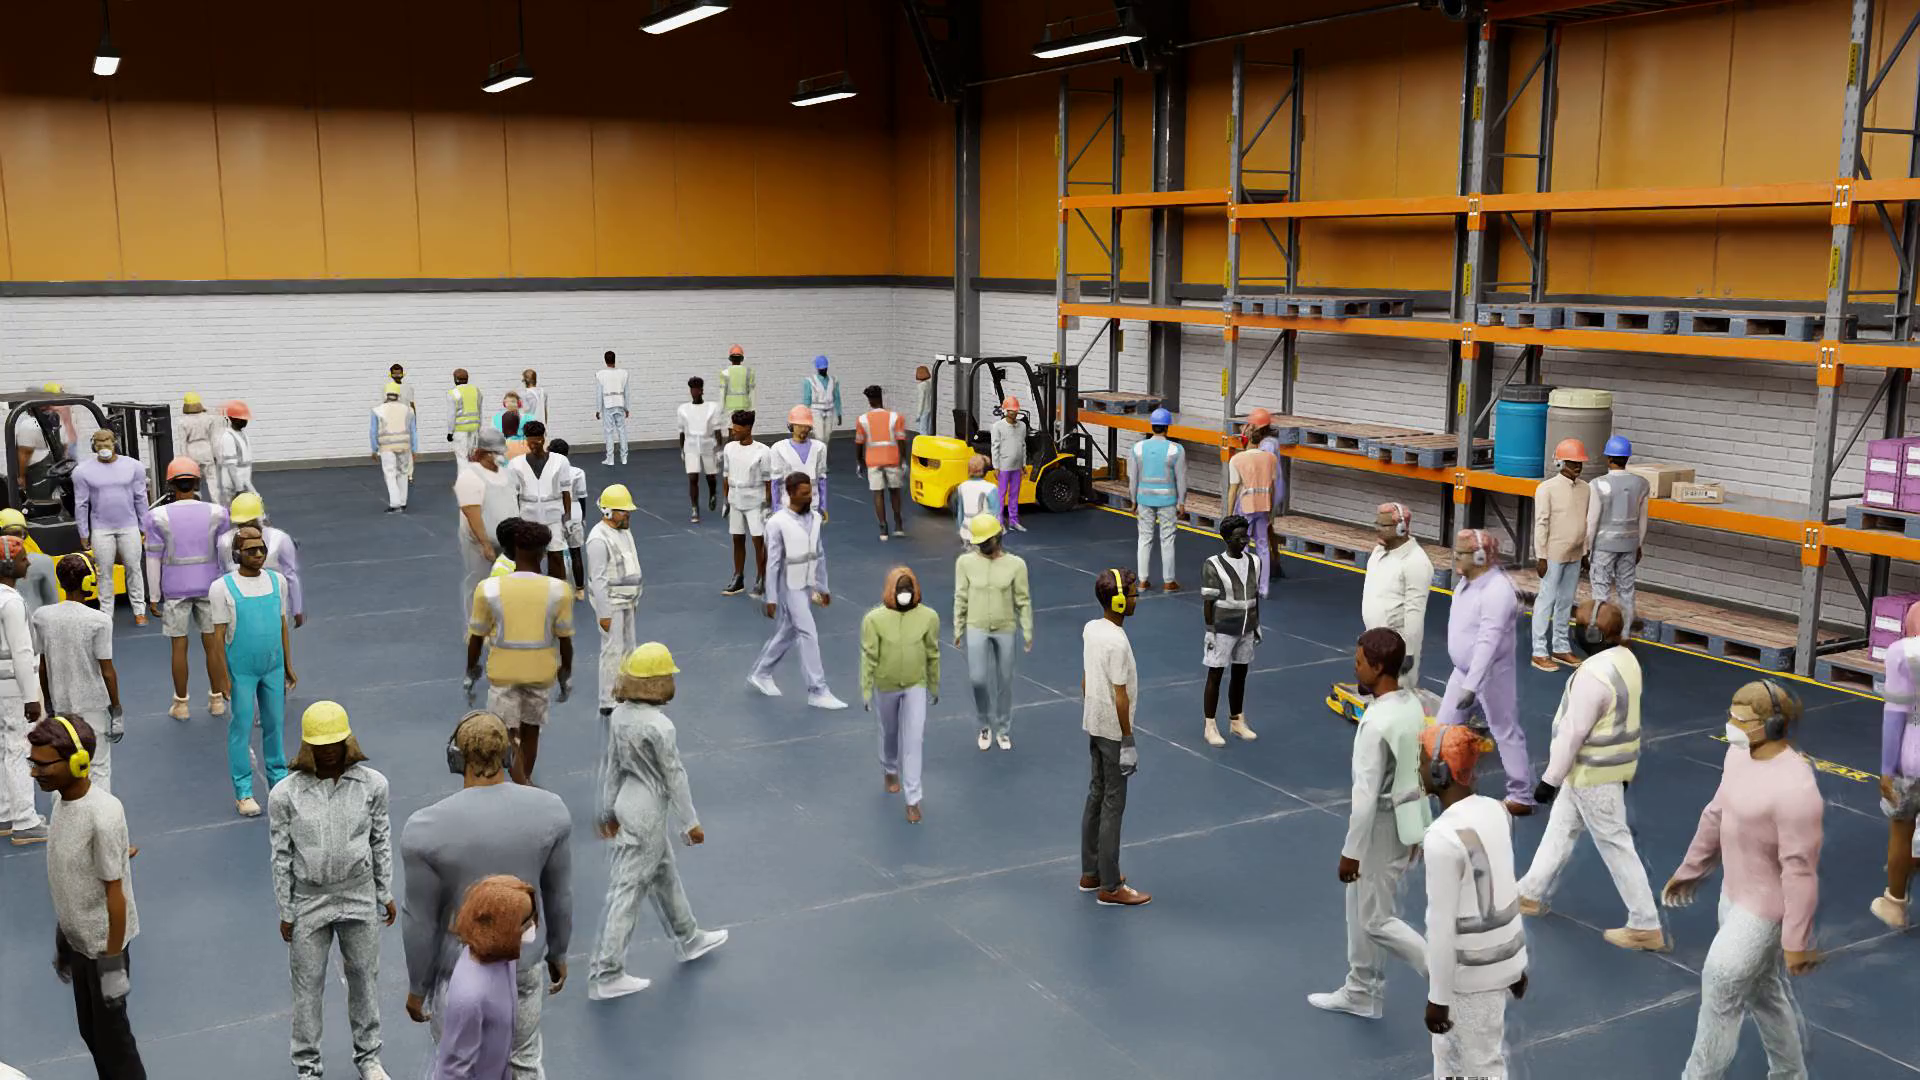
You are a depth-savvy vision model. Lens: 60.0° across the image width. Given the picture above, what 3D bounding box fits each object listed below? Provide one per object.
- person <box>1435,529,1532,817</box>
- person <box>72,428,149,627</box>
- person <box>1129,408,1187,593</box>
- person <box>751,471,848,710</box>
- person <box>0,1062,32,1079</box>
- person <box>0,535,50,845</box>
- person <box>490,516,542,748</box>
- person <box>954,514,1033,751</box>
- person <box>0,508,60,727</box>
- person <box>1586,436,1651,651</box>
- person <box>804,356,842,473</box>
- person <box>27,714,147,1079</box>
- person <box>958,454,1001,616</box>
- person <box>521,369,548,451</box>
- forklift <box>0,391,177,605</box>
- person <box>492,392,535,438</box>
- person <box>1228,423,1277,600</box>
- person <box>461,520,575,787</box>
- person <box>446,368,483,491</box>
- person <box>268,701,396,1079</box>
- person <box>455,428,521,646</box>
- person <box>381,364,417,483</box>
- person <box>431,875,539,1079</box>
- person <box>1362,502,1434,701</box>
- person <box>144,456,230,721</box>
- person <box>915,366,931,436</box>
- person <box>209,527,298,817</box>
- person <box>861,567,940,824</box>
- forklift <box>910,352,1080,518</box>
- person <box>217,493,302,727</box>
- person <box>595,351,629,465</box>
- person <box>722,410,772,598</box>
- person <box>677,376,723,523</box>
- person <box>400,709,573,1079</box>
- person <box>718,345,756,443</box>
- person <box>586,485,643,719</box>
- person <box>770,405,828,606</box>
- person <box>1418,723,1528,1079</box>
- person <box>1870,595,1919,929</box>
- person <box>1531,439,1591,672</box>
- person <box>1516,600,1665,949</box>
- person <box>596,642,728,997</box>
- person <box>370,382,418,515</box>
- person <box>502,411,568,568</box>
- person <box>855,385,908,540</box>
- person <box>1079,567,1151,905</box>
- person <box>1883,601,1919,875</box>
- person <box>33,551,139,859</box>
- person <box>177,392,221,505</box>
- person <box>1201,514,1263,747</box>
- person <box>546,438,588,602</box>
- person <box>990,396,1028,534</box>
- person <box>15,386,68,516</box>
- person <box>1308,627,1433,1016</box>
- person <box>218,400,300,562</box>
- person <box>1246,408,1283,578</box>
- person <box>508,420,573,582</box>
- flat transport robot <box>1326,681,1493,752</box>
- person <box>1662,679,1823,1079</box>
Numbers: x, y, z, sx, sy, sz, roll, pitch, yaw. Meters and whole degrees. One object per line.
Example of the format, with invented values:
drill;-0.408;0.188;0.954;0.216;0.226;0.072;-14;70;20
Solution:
person;3.196;0.853;10.483;0.978;1.853;0.649;-2;10;-10
person;-8.037;-0.103;15.799;0.633;1.931;0.387;-5;11;-28
person;2.089;-0.411;17.503;0.616;1.942;0.408;4;11;23
person;-1.321;0.372;13.206;0.976;1.879;0.605;6;11;29
person;-2.457;1.909;4.129;0.599;1.958;0.375;4;10;20
person;-5.760;0.904;10.110;0.583;1.882;0.337;8;13;40
person;-3.249;0.663;12.071;0.319;1.687;0.537;0;10;0
person;0.243;0.668;11.888;0.575;1.727;0.468;0;10;1
person;-6.779;0.638;11.998;0.547;1.751;0.423;-7;12;-35
person;5.844;0.044;14.875;0.611;1.947;0.388;-2;10;-12
person;-2.171;-2.011;26.803;0.637;1.909;0.596;-6;12;-33
person;-3.335;1.567;6.376;0.513;1.861;0.338;9;13;42
person;0.137;-0.023;16.188;0.462;1.620;0.531;-10;14;-44
person;-6.352;-1.626;24.796;0.345;1.843;0.504;5;11;28
forklift;-9.026;-0.363;16.508;1.214;2.155;2.313;6;11;29
person;-5.708;-0.997;21.308;0.563;1.795;0.986;1;10;6
person;2.993;-0.275;17.046;0.566;1.836;0.383;-5;11;-24
person;-2.749;0.841;10.390;0.690;1.919;0.674;-4;11;-21
person;-7.445;-1.653;24.955;0.429;1.841;0.634;7;12;34
person;-2.616;1.519;6.973;0.483;1.745;0.305;-6;11;-30
person;-4.137;-0.020;14.980;0.925;2.000;0.686;5;11;28
person;-8.701;-1.806;25.799;0.509;1.858;0.334;-2;10;-13
person;-1.630;1.860;5.487;0.616;1.583;0.511;-1;10;-6
person;2.936;0.682;11.360;0.397;1.899;0.636;-3;10;-15
person;-5.897;0.374;12.762;0.611;2.030;0.410;-7;12;-35
person;-0.635;-2.168;28.507;0.284;1.636;0.500;3;10;16
person;-4.505;0.829;10.656;0.345;1.847;0.506;7;12;37
person;-0.381;0.948;10.720;0.510;1.595;0.879;-1;10;-6
forklift;0.460;-1.461;22.833;2.313;2.155;1.214;-5;11;-28
person;-5.362;0.483;12.843;0.611;1.794;0.798;1;10;4
person;-5.843;-2.221;28.014;0.591;1.914;0.383;-7;12;-33
person;-2.213;-0.381;17.281;0.602;1.961;0.371;5;11;26
person;-3.465;-1.235;22.254;0.615;1.948;0.780;0;10;-2
person;-1.730;1.574;6.142;0.641;1.927;0.386;-7;12;-37
person;-3.693;-2.206;27.557;0.615;2.042;0.376;-3;10;-16
person;-2.646;0.472;12.793;0.403;1.817;0.602;2;10;9
person;-1.615;-0.354;16.890;0.606;2.046;0.369;-5;11;-26
person;1.996;1.615;6.185;0.724;1.846;0.595;7;12;35
person;5.019;1.139;8.455;0.612;2.009;0.945;1;10;8
person;5.180;0.122;14.291;0.608;1.995;0.376;-6;11;-29
person;3.285;1.200;8.673;0.961;1.795;0.632;7;12;33
person;-1.444;1.337;8.118;0.860;1.705;0.488;-7;12;-35
person;-7.741;-1.256;22.836;0.610;1.798;0.674;-6;12;-33
person;-4.698;-0.450;17.941;0.830;1.883;0.637;6;11;30
person;-0.992;-0.973;20.809;0.651;1.917;0.553;0;10;-3
person;0.845;1.072;9.180;0.327;1.874;0.521;-3;10;-18
person;5.583;1.009;9.372;0.365;1.932;0.638;-5;11;-26
person;-5.108;0.991;9.689;0.512;1.861;0.325;1;10;8
person;-10.140;-1.116;22.174;0.489;1.724;0.643;-7;12;-35
person;1.981;0.650;12.113;0.537;1.696;0.318;-6;11;-30
person;-4.066;-0.196;16.998;0.536;1.691;0.321;-4;11;-22
person;0.644;-0.963;21.230;0.563;1.752;0.329;-8;13;-38
person;-10.792;-0.834;19.665;0.883;2.000;0.677;0;10;1
person;2.017;1.338;7.591;0.743;1.892;0.596;5;11;25
person;-8.194;-0.669;19.174;0.981;1.879;0.567;-1;10;-4
person;3.305;-0.482;18.037;0.503;1.902;0.590;2;10;9
person;-4.118;-0.210;16.346;0.610;1.952;0.387;-1;10;-8
flat transport robot;3.333;1.306;12.431;0.652;0.197;1.431;-2;10;-11
person;3.161;1.486;6.738;0.807;1.907;0.647;1;10;8
